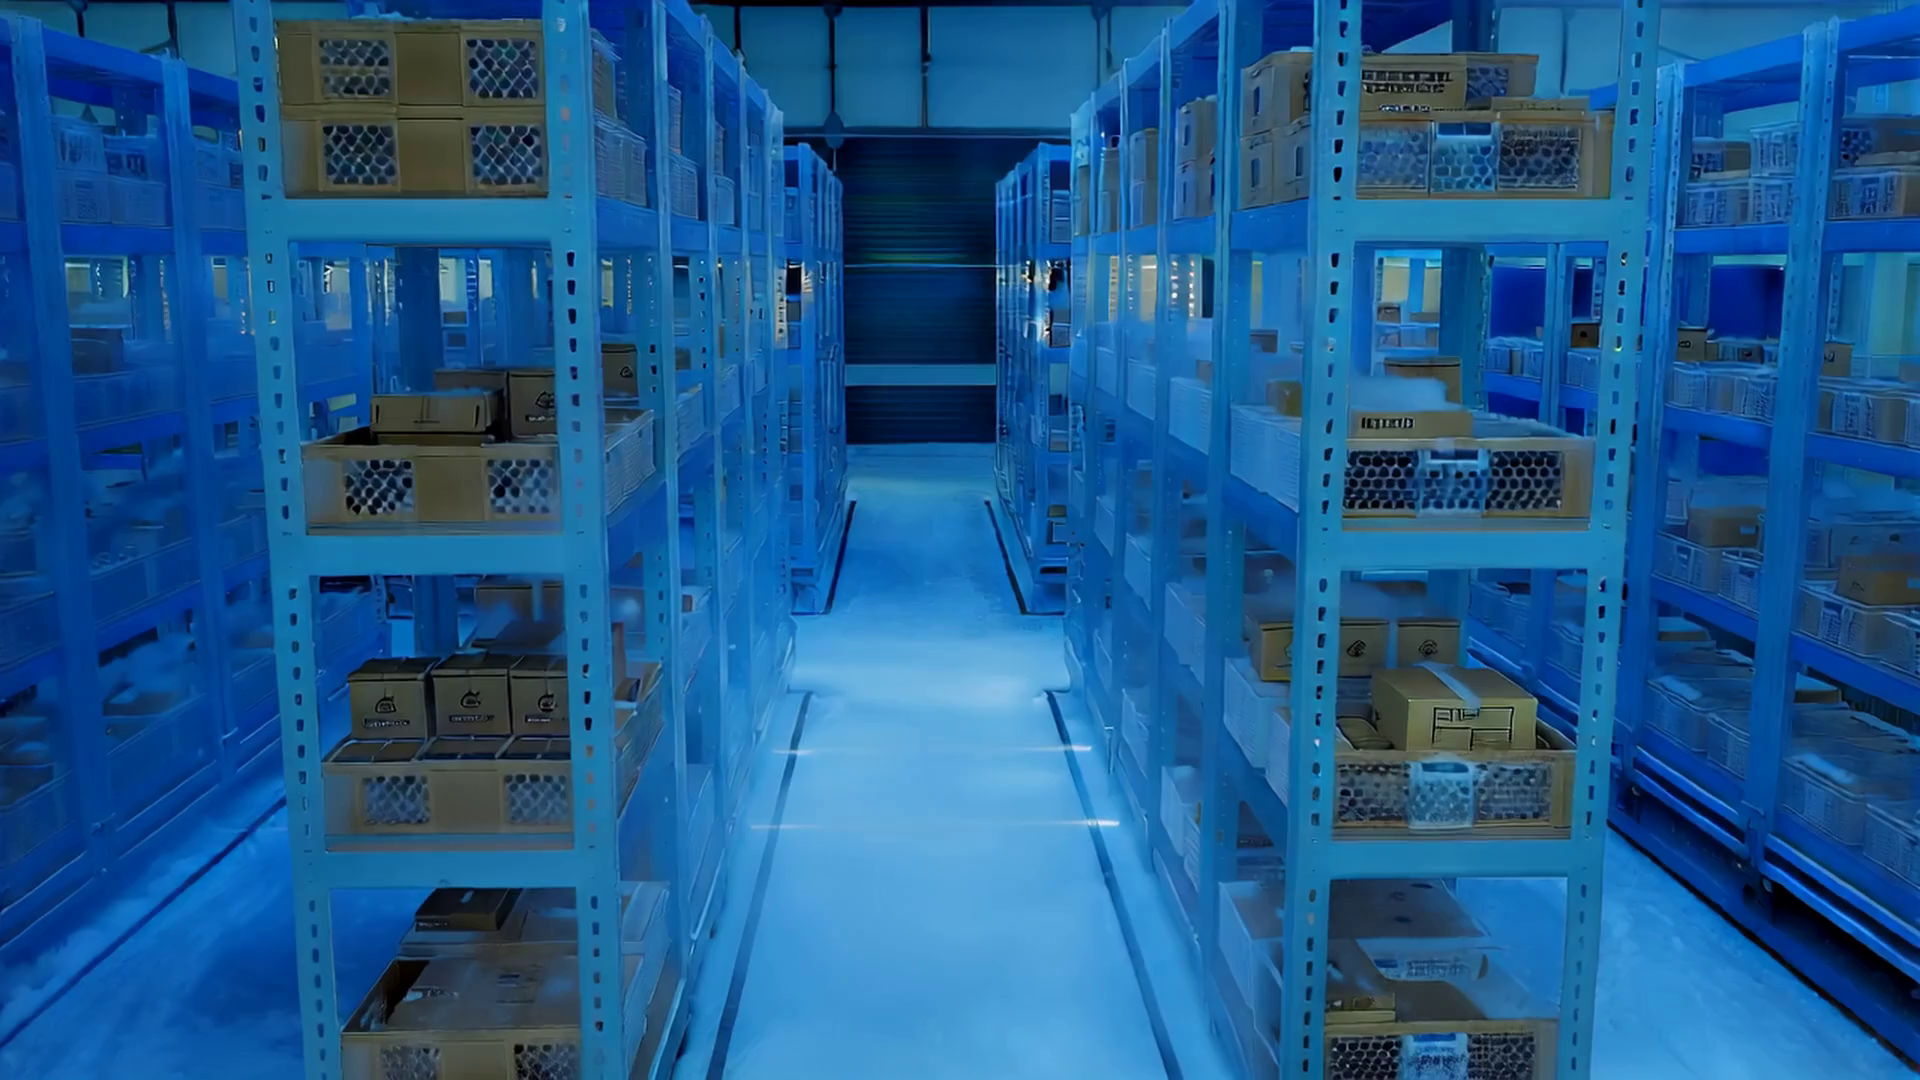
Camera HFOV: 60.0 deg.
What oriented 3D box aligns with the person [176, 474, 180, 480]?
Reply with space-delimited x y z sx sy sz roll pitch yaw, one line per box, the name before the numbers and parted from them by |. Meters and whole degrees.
person | -9.145 -1.483 19.886 0.869 1.819 0.574 -2 10 -12
